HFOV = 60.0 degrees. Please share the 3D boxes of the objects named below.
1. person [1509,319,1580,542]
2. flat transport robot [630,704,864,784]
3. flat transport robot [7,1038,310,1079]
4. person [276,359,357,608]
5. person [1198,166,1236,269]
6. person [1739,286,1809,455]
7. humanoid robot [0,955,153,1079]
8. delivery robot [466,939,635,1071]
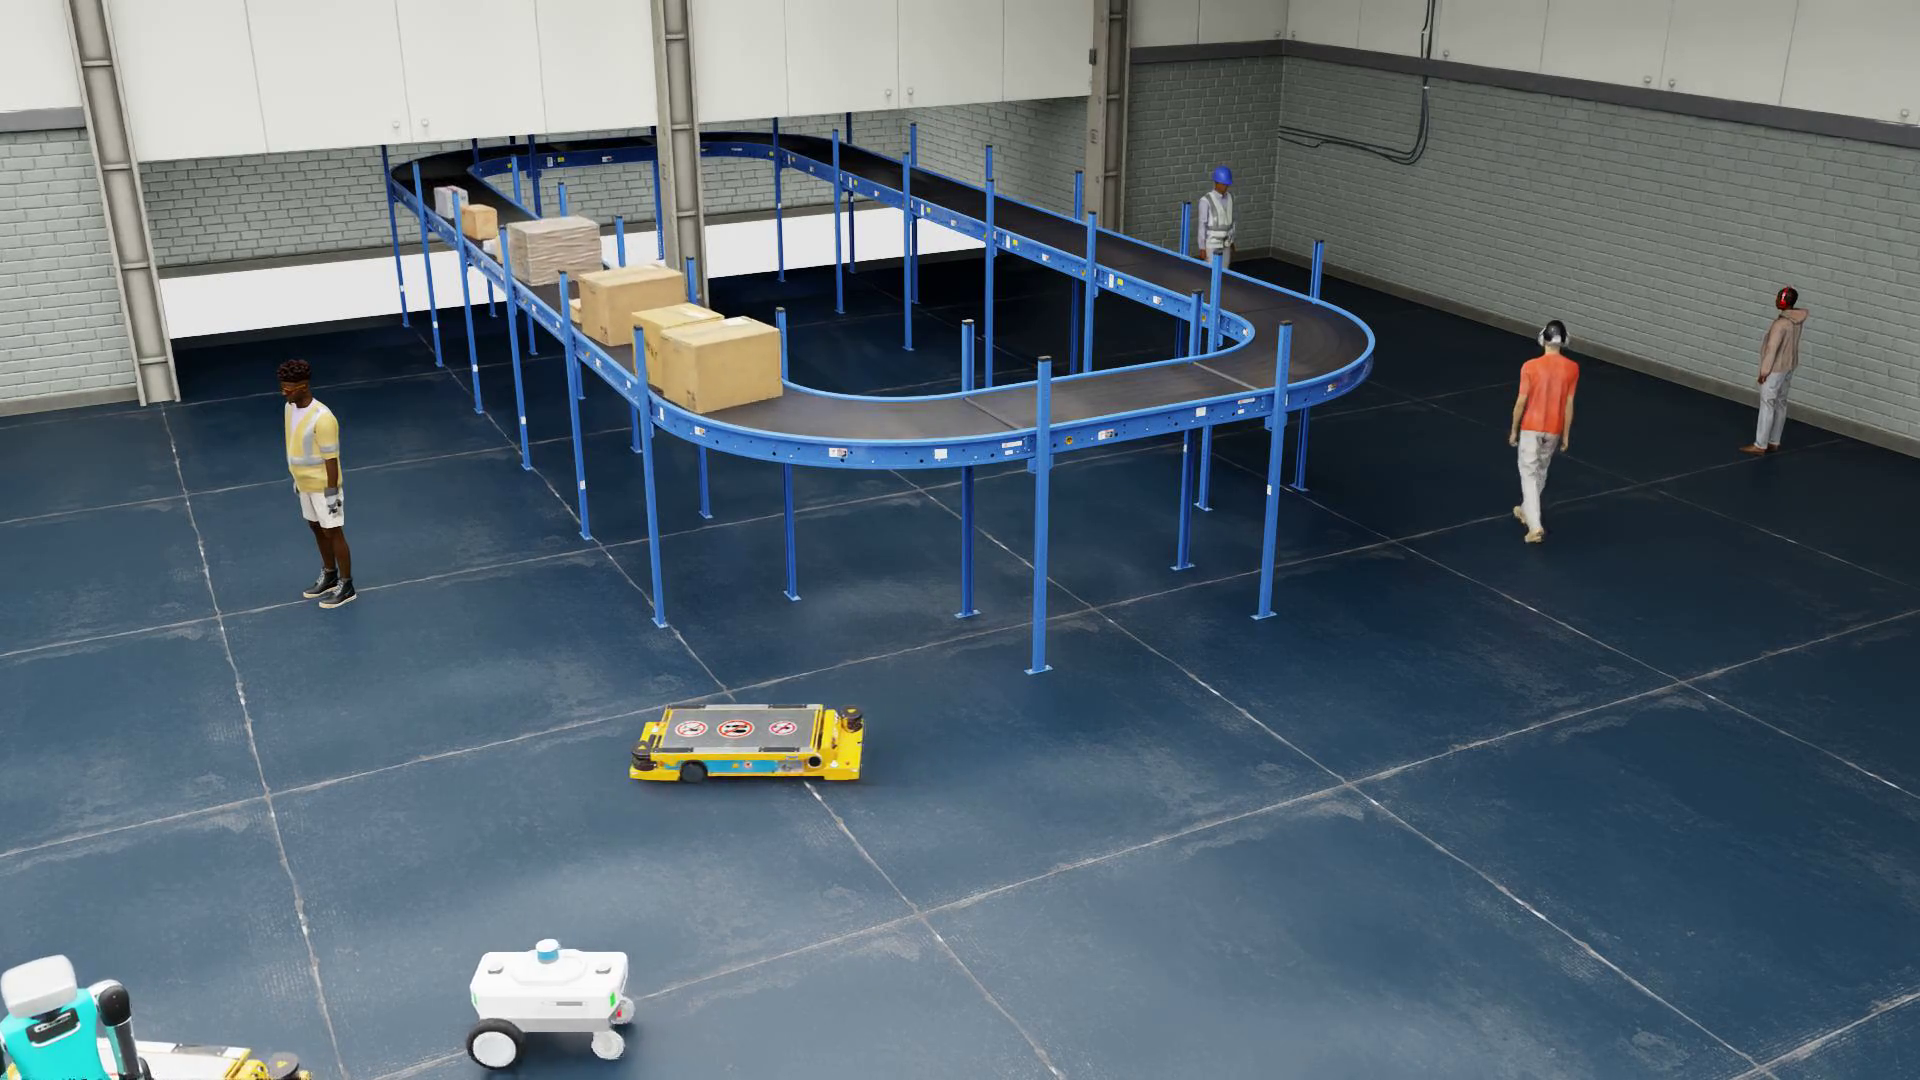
[{"bbox_3d":[4.912,-0.923,14.014,0.485,1.883,0.892,1,22,2],"label":"person"},{"bbox_3d":[-1.348,1.302,10.657,1.431,0.231,0.659,0,22,0],"label":"flat transport robot"},{"bbox_3d":[-3.781,2.570,7.522,1.431,0.231,0.659,2,22,5],"label":"flat transport robot"},{"bbox_3d":[-4.928,-0.445,12.729,0.600,1.958,0.372,19,29,39],"label":"person"},{"bbox_3d":[3.219,-3.713,20.843,0.618,1.933,0.413,-17,28,-36],"label":"person"},{"bbox_3d":[7.900,-1.629,16.063,0.464,1.647,0.317,-16,27,-34],"label":"person"},{"bbox_3d":[-3.083,2.360,6.008,0.547,1.750,0.678,-19,29,-39],"label":"humanoid robot"},{"bbox_3d":[-1.987,2.211,8.040,0.802,0.603,0.499,0,22,0],"label":"delivery robot"}]
